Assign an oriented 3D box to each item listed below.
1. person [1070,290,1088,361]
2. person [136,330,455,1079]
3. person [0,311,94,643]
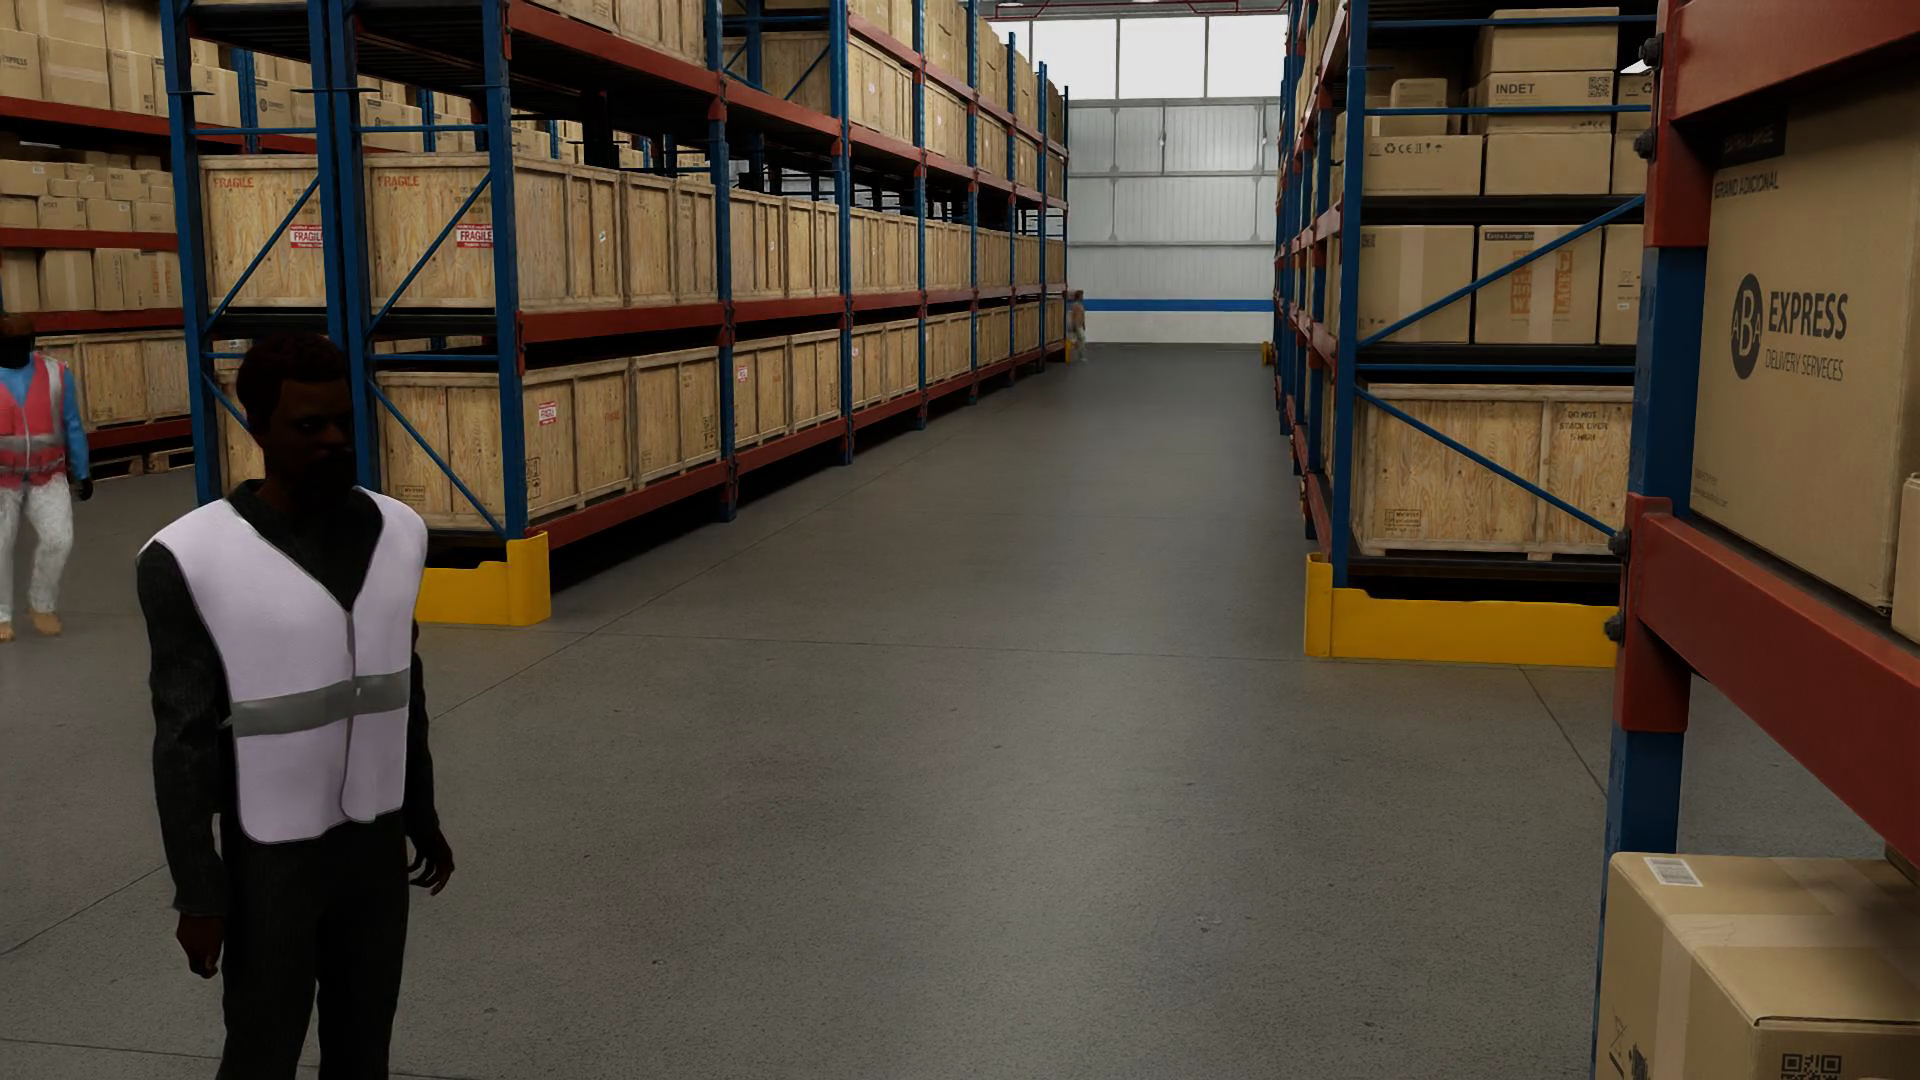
[{"bbox_3d":[2.666,-4.872,37.816,0.504,1.613,0.528,3,10,17],"label":"person"},{"bbox_3d":[-1.239,0.564,3.163,0.372,1.916,0.596,5,11,29],"label":"person"},{"bbox_3d":[-5.131,-0.334,9.074,0.742,1.807,0.520,-8,12,-41],"label":"person"}]
